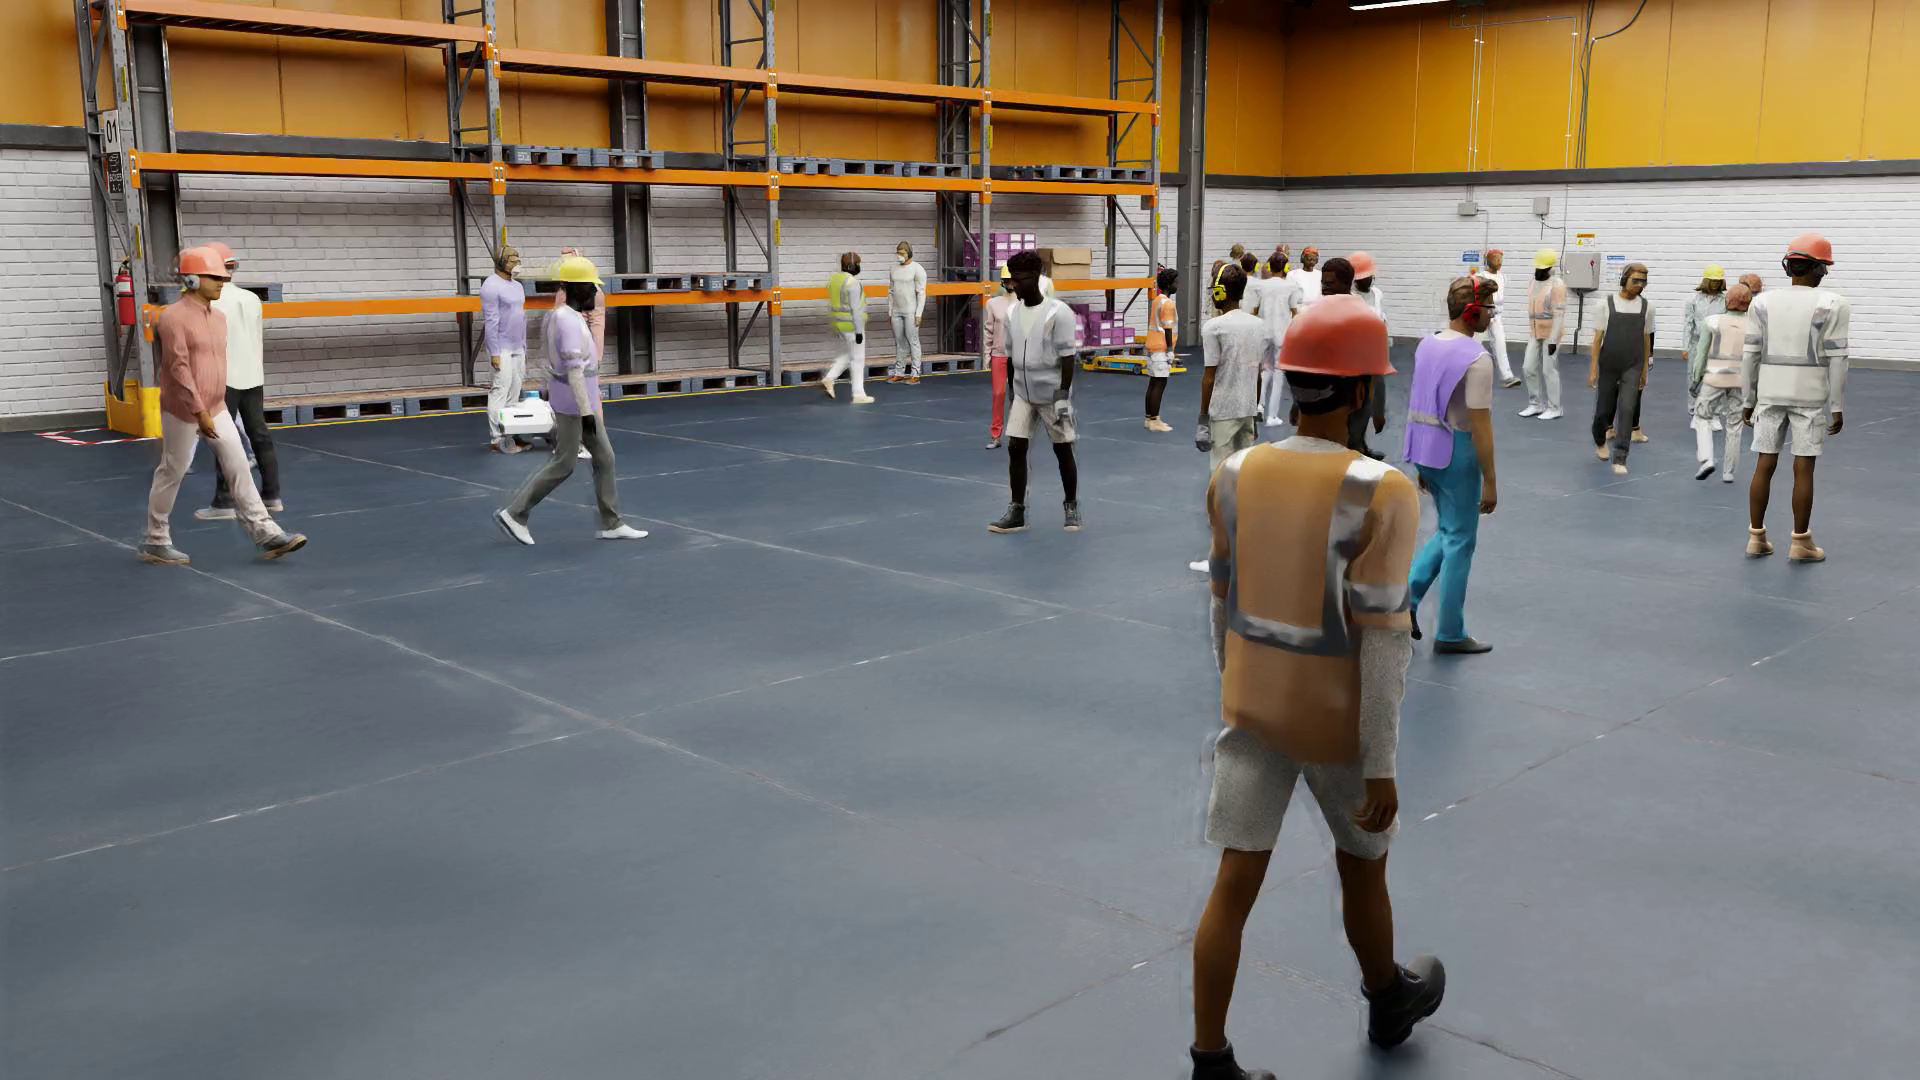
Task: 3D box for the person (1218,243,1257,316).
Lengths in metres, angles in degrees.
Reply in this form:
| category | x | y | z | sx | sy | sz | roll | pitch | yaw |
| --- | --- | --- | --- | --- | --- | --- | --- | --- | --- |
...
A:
| category | x | y | z | sx | sy | sz | roll | pitch | yaw |
| --- | --- | --- | --- | --- | --- | --- | --- | --- | --- |
| person | 4.392 | -3.752 | 26.395 | 0.634 | 1.912 | 0.905 | 1 | 10 | 7 |

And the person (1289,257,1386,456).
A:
| category | x | y | z | sx | sy | sz | roll | pitch | yaw |
| --- | --- | --- | --- | --- | --- | --- | --- | --- | --- |
| person | 2.422 | -0.903 | 10.921 | 0.978 | 1.864 | 0.616 | -4 | 11 | -22 |

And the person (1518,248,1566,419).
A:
| category | x | y | z | sx | sy | sz | roll | pitch | yaw |
| --- | --- | --- | --- | --- | --- | --- | --- | --- | --- |
| person | 6.419 | -2.247 | 18.219 | 0.602 | 1.880 | 0.601 | -4 | 11 | -21 |

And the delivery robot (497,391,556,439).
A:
| category | x | y | z | sx | sy | sz | roll | pitch | yaw |
| --- | --- | --- | --- | --- | --- | --- | --- | --- | --- |
| delivery robot | -4.006 | -1.160 | 15.667 | 0.707 | 0.478 | 0.477 | -4 | 11 | -21 |

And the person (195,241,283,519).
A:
| category | x | y | z | sx | sy | sz | roll | pitch | yaw |
| --- | --- | --- | --- | --- | --- | --- | --- | --- | --- |
| person | -5.247 | -1.150 | 11.980 | 0.392 | 1.992 | 0.615 | 3 | 11 | 16 |

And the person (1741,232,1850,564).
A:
| category | x | y | z | sx | sy | sz | roll | pitch | yaw |
| --- | --- | --- | --- | --- | --- | --- | --- | --- | --- |
| person | 5.186 | -0.878 | 10.335 | 0.395 | 2.038 | 0.615 | -9 | 14 | -41 |

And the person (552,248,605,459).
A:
| category | x | y | z | sx | sy | sz | roll | pitch | yaw |
| --- | --- | --- | --- | --- | --- | --- | --- | --- | --- |
| person | -3.501 | -1.700 | 15.180 | 0.401 | 1.910 | 0.640 | -10 | 14 | -42 |

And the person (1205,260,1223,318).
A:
| category | x | y | z | sx | sy | sz | roll | pitch | yaw |
| --- | --- | --- | --- | --- | --- | --- | --- | --- | --- |
| person | 4.374 | -3.938 | 28.255 | 0.526 | 1.601 | 0.661 | 7 | 13 | 34 |

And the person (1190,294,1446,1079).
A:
| category | x | y | z | sx | sy | sz | roll | pitch | yaw |
| --- | --- | --- | --- | --- | --- | --- | --- | --- | --- |
| person | 0.843 | 0.381 | 3.881 | 0.565 | 1.882 | 0.975 | 10 | 14 | 44 |

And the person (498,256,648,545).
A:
| category | x | y | z | sx | sy | sz | roll | pitch | yaw |
| --- | --- | --- | --- | --- | --- | --- | --- | --- | --- |
| person | -2.576 | -0.907 | 10.903 | 0.890 | 1.894 | 0.587 | -1 | 10 | -4 |

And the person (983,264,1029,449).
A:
| category | x | y | z | sx | sy | sz | roll | pitch | yaw |
| --- | --- | --- | --- | --- | --- | --- | --- | --- | --- |
| person | 0.476 | -1.732 | 15.728 | 0.527 | 1.772 | 0.306 | 2 | 11 | 12 |

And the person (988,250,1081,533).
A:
| category | x | y | z | sx | sy | sz | roll | pitch | yaw |
| --- | --- | --- | --- | --- | --- | --- | --- | --- | --- |
| person | 0.555 | -0.996 | 11.347 | 0.628 | 1.924 | 0.689 | 8 | 13 | 38 |

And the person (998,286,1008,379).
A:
| category | x | y | z | sx | sy | sz | roll | pitch | yaw |
| --- | --- | --- | --- | --- | --- | --- | --- | --- | --- |
| person | 0.761 | -2.978 | 22.930 | 0.533 | 1.617 | 0.402 | 9 | 14 | 40 |

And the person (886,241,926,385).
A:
| category | x | y | z | sx | sy | sz | roll | pitch | yaw |
| --- | --- | --- | --- | --- | --- | --- | --- | --- | --- |
| person | -0.740 | -3.079 | 22.619 | 0.631 | 1.939 | 0.372 | 8 | 13 | 38 |

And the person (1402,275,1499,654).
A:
| category | x | y | z | sx | sy | sz | roll | pitch | yaw |
| --- | --- | --- | --- | --- | --- | --- | --- | --- | --- |
| person | 2.361 | -0.343 | 7.972 | 0.431 | 1.830 | 0.604 | -2 | 11 | -12 |

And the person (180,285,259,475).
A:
| category | x | y | z | sx | sy | sz | roll | pitch | yaw |
| --- | --- | --- | --- | --- | --- | --- | --- | --- | --- |
| person | -6.370 | -1.414 | 14.135 | 0.535 | 1.720 | 0.893 | 8 | 13 | 36 |

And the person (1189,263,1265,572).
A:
| category | x | y | z | sx | sy | sz | roll | pitch | yaw |
| --- | --- | --- | --- | --- | --- | --- | --- | --- | --- |
| person | 1.621 | -0.726 | 10.013 | 0.506 | 1.861 | 0.330 | -8 | 13 | -38 |

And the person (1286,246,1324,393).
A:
| category | x | y | z | sx | sy | sz | roll | pitch | yaw |
| --- | --- | --- | --- | --- | --- | --- | --- | --- | --- |
| person | 4.427 | -2.812 | 21.297 | 0.574 | 1.887 | 0.355 | -4 | 11 | -19 |

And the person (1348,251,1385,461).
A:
| category | x | y | z | sx | sy | sz | roll | pitch | yaw |
| --- | --- | --- | --- | --- | --- | --- | --- | --- | --- |
| person | 3.499 | -1.564 | 14.502 | 0.678 | 1.885 | 0.491 | -8 | 13 | -36 |

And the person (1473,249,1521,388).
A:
| category | x | y | z | sx | sy | sz | roll | pitch | yaw |
| --- | --- | --- | --- | --- | --- | --- | --- | --- | --- |
| person | 7.069 | -2.943 | 22.175 | 0.601 | 1.829 | 0.996 | -5 | 12 | -26 |

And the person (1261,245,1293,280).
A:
| category | x | y | z | sx | sy | sz | roll | pitch | yaw |
| --- | --- | --- | --- | --- | --- | --- | --- | --- | --- |
| person | 5.554 | -4.181 | 28.887 | 0.713 | 1.857 | 0.682 | -8 | 13 | -38 |

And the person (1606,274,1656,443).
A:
| category | x | y | z | sx | sy | sz | roll | pitch | yaw |
| --- | --- | --- | --- | --- | --- | --- | --- | --- | --- |
| person | 6.544 | -1.796 | 16.276 | 0.318 | 1.697 | 0.535 | -9 | 14 | -40 |

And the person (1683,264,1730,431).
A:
| category | x | y | z | sx | sy | sz | roll | pitch | yaw |
| --- | --- | --- | --- | --- | --- | --- | --- | --- | --- |
| person | 7.749 | -1.981 | 17.239 | 0.488 | 1.721 | 0.717 | 3 | 11 | 18 |

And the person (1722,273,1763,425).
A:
| category | x | y | z | sx | sy | sz | roll | pitch | yaw |
| --- | --- | --- | --- | --- | --- | --- | --- | --- | --- |
| person | 8.445 | -2.065 | 17.968 | 0.531 | 1.606 | 0.765 | -4 | 11 | -20 |

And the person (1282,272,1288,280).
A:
| category | x | y | z | sx | sy | sz | roll | pitch | yaw |
| --- | --- | --- | --- | --- | --- | --- | --- | --- | --- |
| person | 4.950 | -3.499 | 25.754 | 0.532 | 1.612 | 0.518 | -2 | 11 | -10 |

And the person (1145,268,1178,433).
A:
| category | x | y | z | sx | sy | sz | roll | pitch | yaw |
| --- | --- | --- | --- | --- | --- | --- | --- | --- | --- |
| person | 2.084 | -1.955 | 17.180 | 0.324 | 1.689 | 0.536 | -1 | 10 | -3 |

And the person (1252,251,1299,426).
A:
| category | x | y | z | sx | sy | sz | roll | pitch | yaw |
| --- | --- | --- | --- | --- | --- | --- | --- | --- | --- |
| person | 3.373 | -2.137 | 17.701 | 0.534 | 1.853 | 0.392 | 7 | 12 | 33 |

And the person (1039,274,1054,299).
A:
| category | x | y | z | sx | sy | sz | roll | pitch | yaw |
| --- | --- | --- | --- | --- | --- | --- | --- | --- | --- |
| person | 0.914 | -2.791 | 21.430 | 0.601 | 1.794 | 0.629 | 4 | 11 | 21 |

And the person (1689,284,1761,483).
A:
| category | x | y | z | sx | sy | sz | roll | pitch | yaw |
| --- | --- | --- | --- | --- | --- | --- | --- | --- | --- |
| person | 6.247 | -1.262 | 13.537 | 0.566 | 1.630 | 0.400 | 3 | 11 | 15 |

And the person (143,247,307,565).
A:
| category | x | y | z | sx | sy | sz | roll | pitch | yaw |
| --- | --- | --- | --- | --- | --- | --- | --- | --- | --- |
| person | -4.590 | -0.799 | 10.153 | 1.060 | 1.936 | 0.606 | 3 | 11 | 15 |

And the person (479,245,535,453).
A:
| category | x | y | z | sx | sy | sz | roll | pitch | yaw |
| --- | --- | --- | --- | --- | --- | --- | --- | --- | --- |
| person | -4.236 | -1.772 | 15.529 | 0.369 | 1.932 | 0.623 | 3 | 11 | 16 |

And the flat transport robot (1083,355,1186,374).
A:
| category | x | y | z | sx | sy | sz | roll | pitch | yaw |
| --- | --- | --- | --- | --- | --- | --- | --- | --- | --- |
| flat transport robot | 2.567 | -2.594 | 24.516 | 0.652 | 0.197 | 1.431 | -10 | 14 | -44 |

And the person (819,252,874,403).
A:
| category | x | y | z | sx | sy | sz | roll | pitch | yaw |
| --- | --- | --- | --- | --- | --- | --- | --- | --- | --- |
| person | -1.356 | -2.549 | 20.028 | 0.559 | 1.825 | 0.646 | -6 | 12 | -31 |

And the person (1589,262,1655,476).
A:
| category | x | y | z | sx | sy | sz | roll | pitch | yaw |
| --- | --- | --- | --- | --- | --- | --- | --- | --- | --- |
| person | 5.661 | -1.484 | 14.301 | 0.517 | 1.806 | 0.846 | 2 | 11 | 11 |

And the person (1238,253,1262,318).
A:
| category | x | y | z | sx | sy | sz | roll | pitch | yaw |
| --- | --- | --- | --- | --- | --- | --- | --- | --- | --- |
| person | 3.432 | -2.500 | 19.802 | 0.553 | 1.823 | 0.991 | 1 | 10 | 7 |
